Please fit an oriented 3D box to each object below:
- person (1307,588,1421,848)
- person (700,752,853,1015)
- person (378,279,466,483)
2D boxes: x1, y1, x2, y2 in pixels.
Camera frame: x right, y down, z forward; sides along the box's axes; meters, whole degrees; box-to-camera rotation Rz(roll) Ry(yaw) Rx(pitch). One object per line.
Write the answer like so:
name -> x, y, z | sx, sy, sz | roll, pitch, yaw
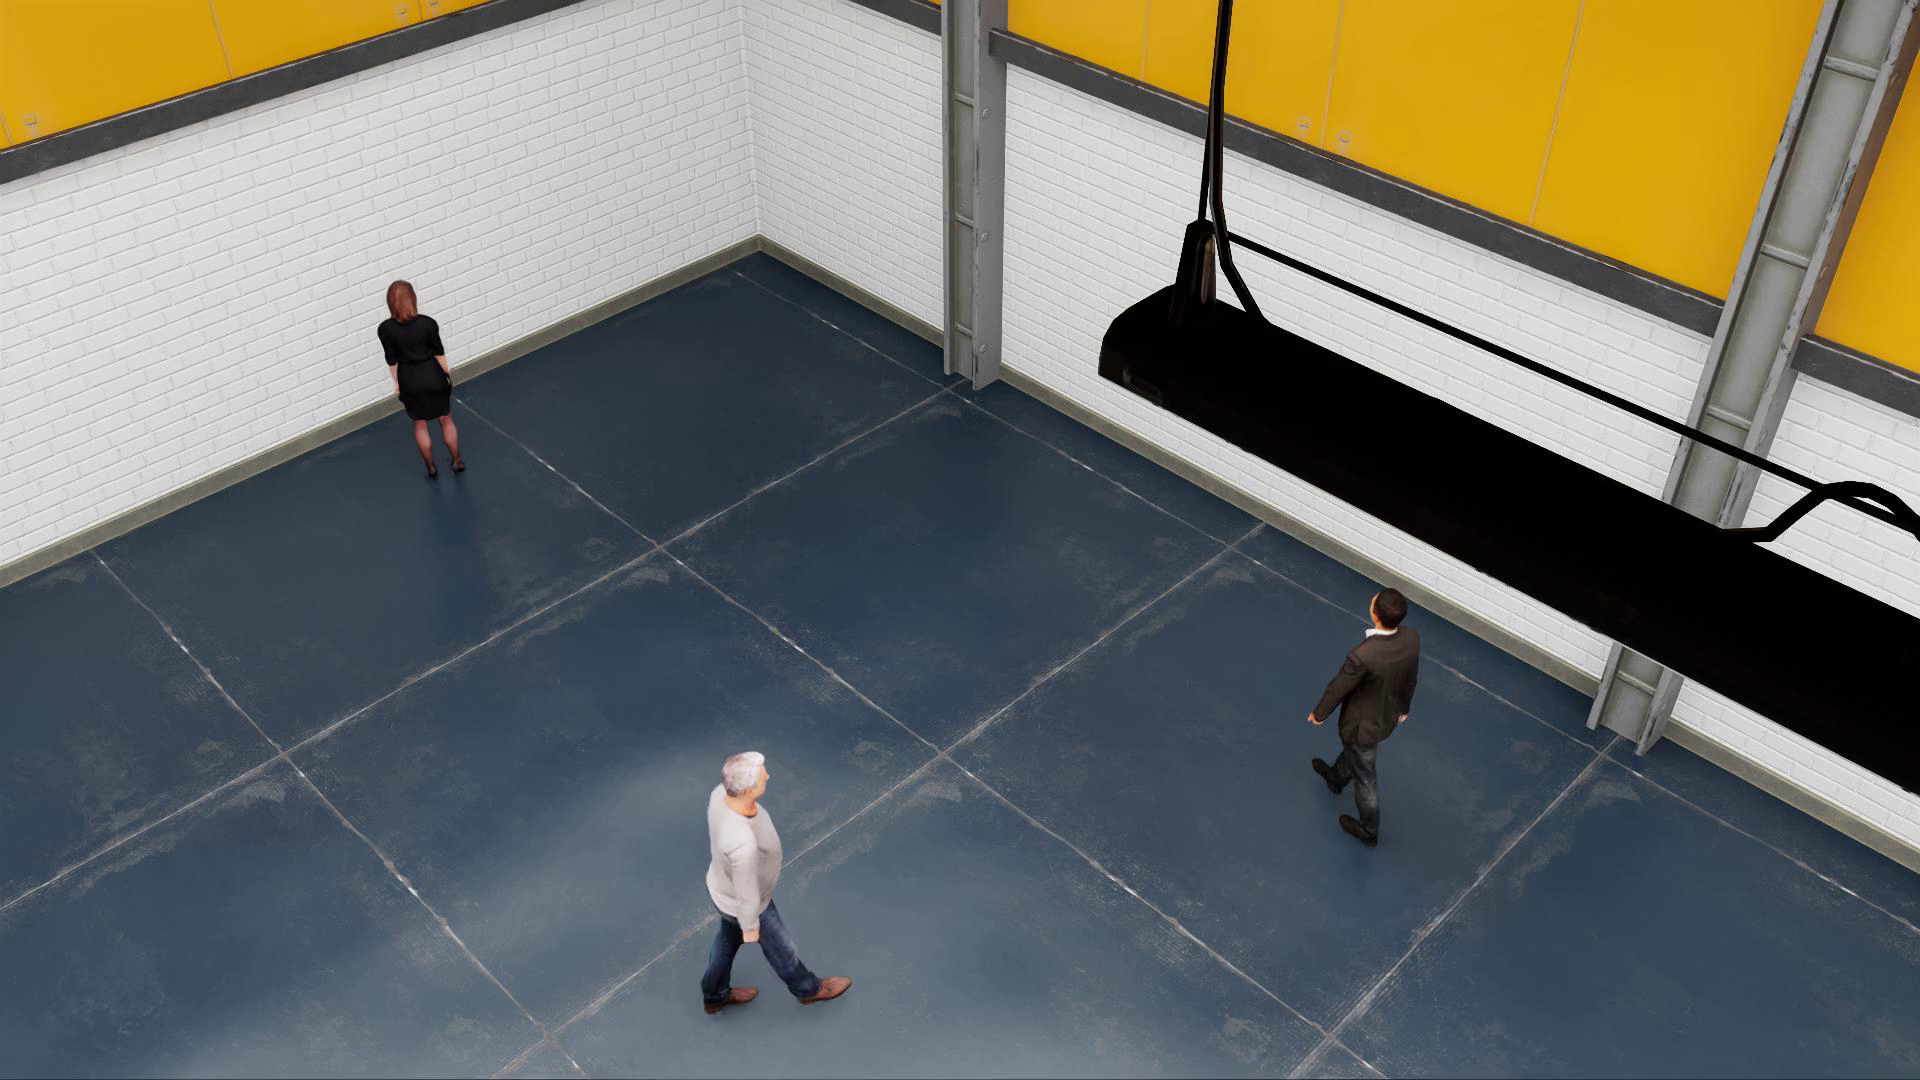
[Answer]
person -> 2.431, 1.080, 9.639 | 0.802, 1.777, 0.983 | -25, 45, -28
person -> -1.179, 1.843, 8.608 | 1.084, 1.872, 1.124 | -12, 40, -15
person -> -4.052, -1.188, 12.537 | 0.659, 1.705, 0.661 | -9, 40, -12
